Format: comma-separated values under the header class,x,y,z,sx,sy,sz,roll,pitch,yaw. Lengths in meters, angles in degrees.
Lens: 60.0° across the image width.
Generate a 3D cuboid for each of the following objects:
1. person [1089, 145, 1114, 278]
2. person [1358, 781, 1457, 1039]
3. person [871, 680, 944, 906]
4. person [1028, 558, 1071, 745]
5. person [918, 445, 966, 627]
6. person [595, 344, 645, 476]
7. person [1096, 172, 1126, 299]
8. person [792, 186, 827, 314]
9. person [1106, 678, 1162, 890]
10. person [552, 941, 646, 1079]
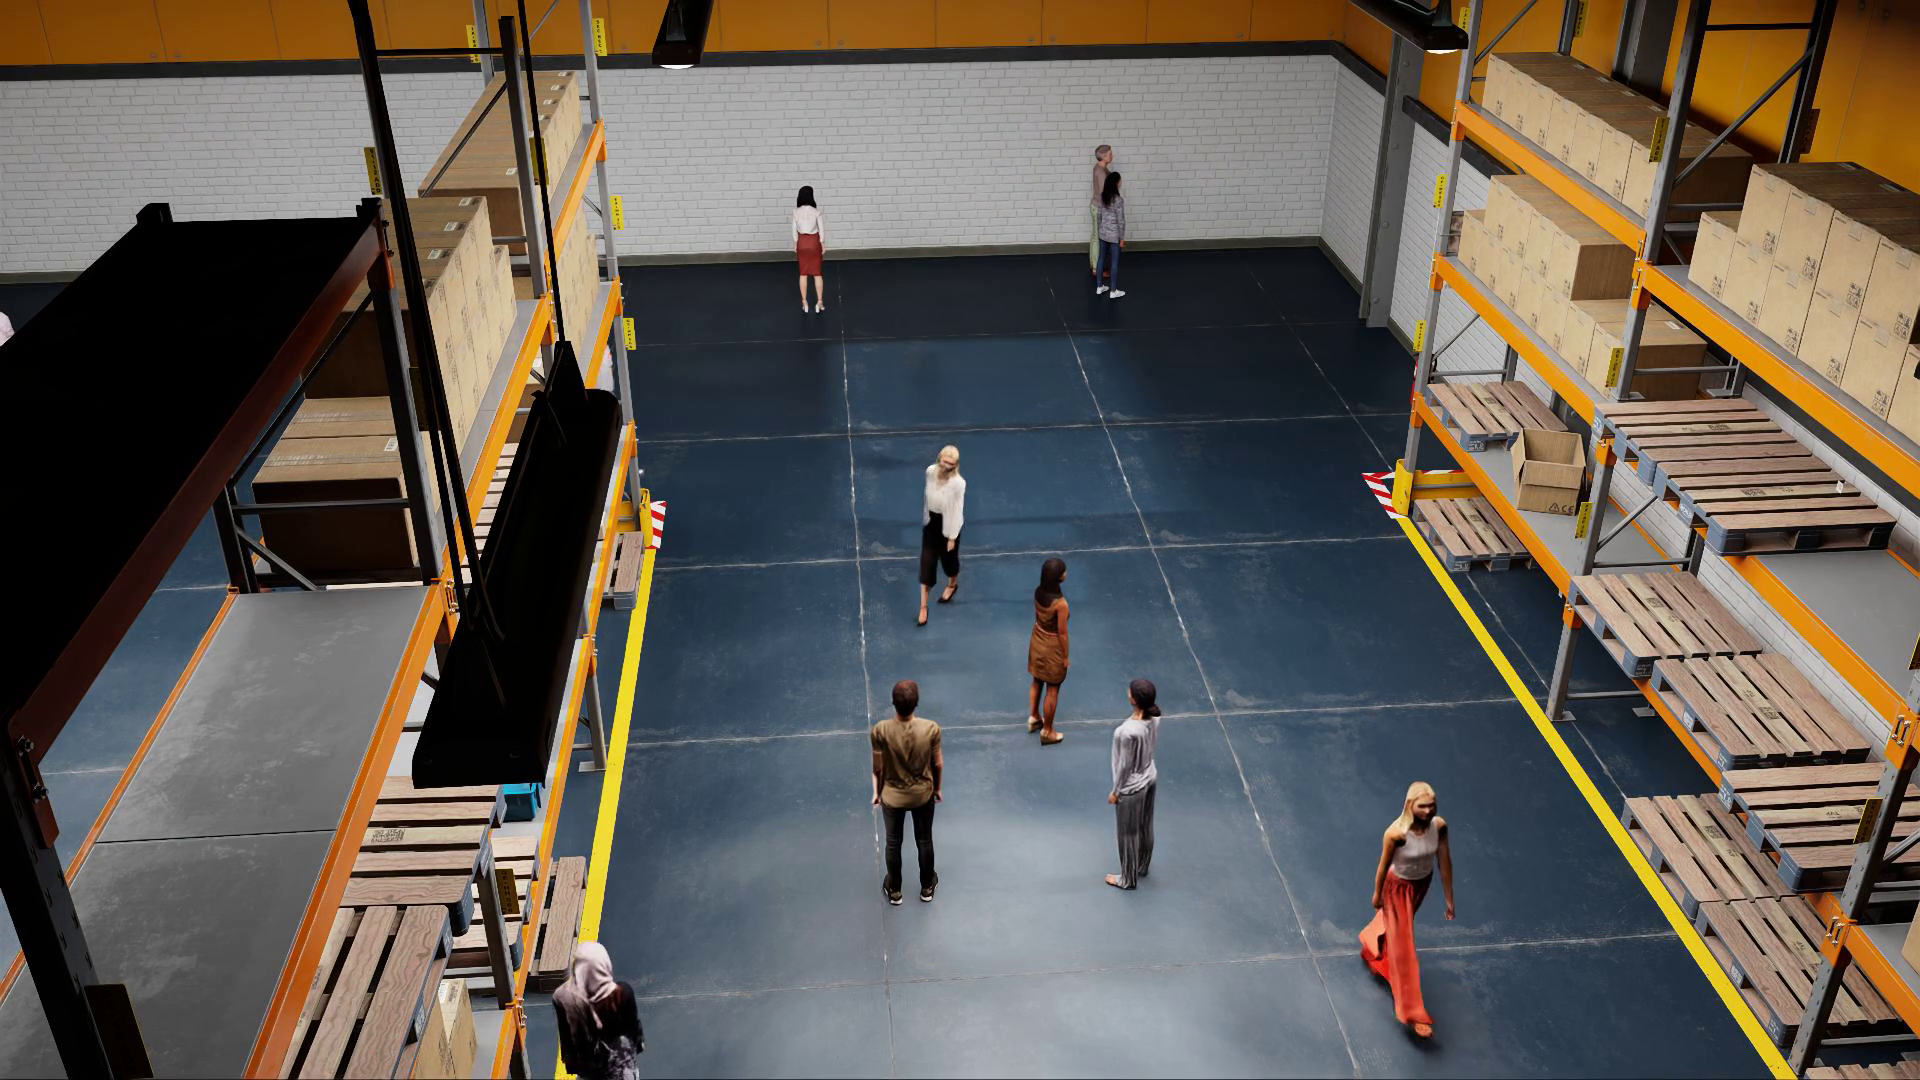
class,x,y,z,sx,sy,sz,roll,pitch,yaw
person,2.012,-4.734,23.825,0.736,1.875,0.547,0,29,-1
person,2.919,2.301,11.063,0.863,1.747,1.315,-10,30,-18
person,-0.375,1.799,11.873,0.648,1.852,0.538,-2,29,-4
person,0.734,0.903,13.689,0.694,1.686,0.584,-16,33,-27
person,-0.143,-0.107,15.420,1.016,1.802,1.133,21,35,33
person,-3.985,-1.555,18.011,1.049,1.863,1.026,16,33,27
person,2.080,-4.244,23.075,0.749,1.733,0.659,-23,36,-36
person,-2.035,-3.928,22.479,0.638,1.750,0.577,3,29,6
person,1.280,1.755,12.036,0.733,1.774,0.668,21,35,33
person,-2.100,3.088,9.777,0.689,1.596,1.106,-5,29,-9
